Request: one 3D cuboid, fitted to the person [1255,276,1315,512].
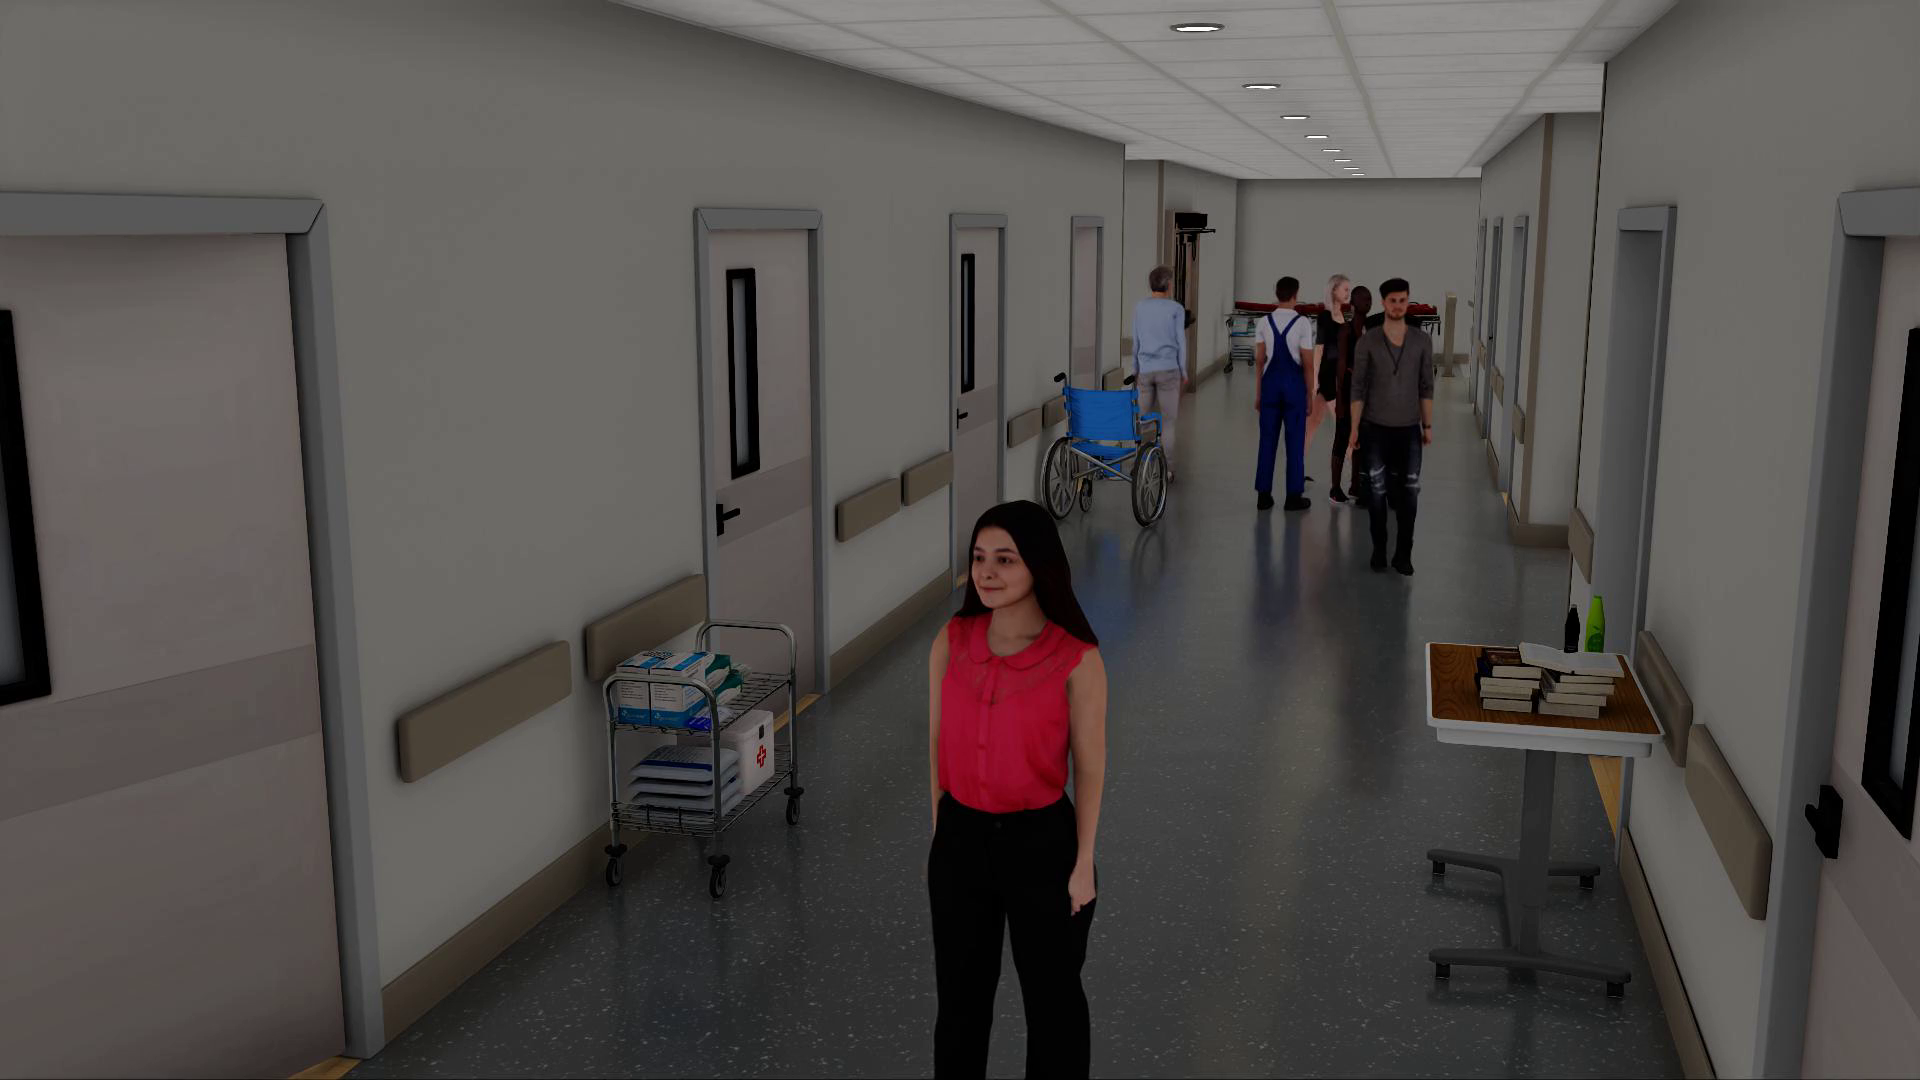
[{"bbox_3d":[2.564,-1.171,13.230,0.678,1.849,0.637,6,12,27],"label":"person"}]

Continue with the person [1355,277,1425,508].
[{"bbox_3d":[3.422,-1.180,13.301,0.628,1.838,0.568,3,11,16],"label":"person"}]

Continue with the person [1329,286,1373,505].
[{"bbox_3d":[3.232,-1.188,13.567,0.677,1.758,0.720,-5,12,-25],"label":"person"}]

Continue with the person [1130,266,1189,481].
[{"bbox_3d":[1.734,-1.452,14.626,0.722,1.881,0.700,7,13,34],"label":"person"}]

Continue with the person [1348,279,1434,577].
[{"bbox_3d":[2.805,-0.740,10.876,0.765,1.881,0.897,2,11,8],"label":"person"}]

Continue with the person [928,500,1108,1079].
[{"bbox_3d":[0.108,0.728,3.735,0.627,1.659,0.574,5,12,26],"label":"person"}]
